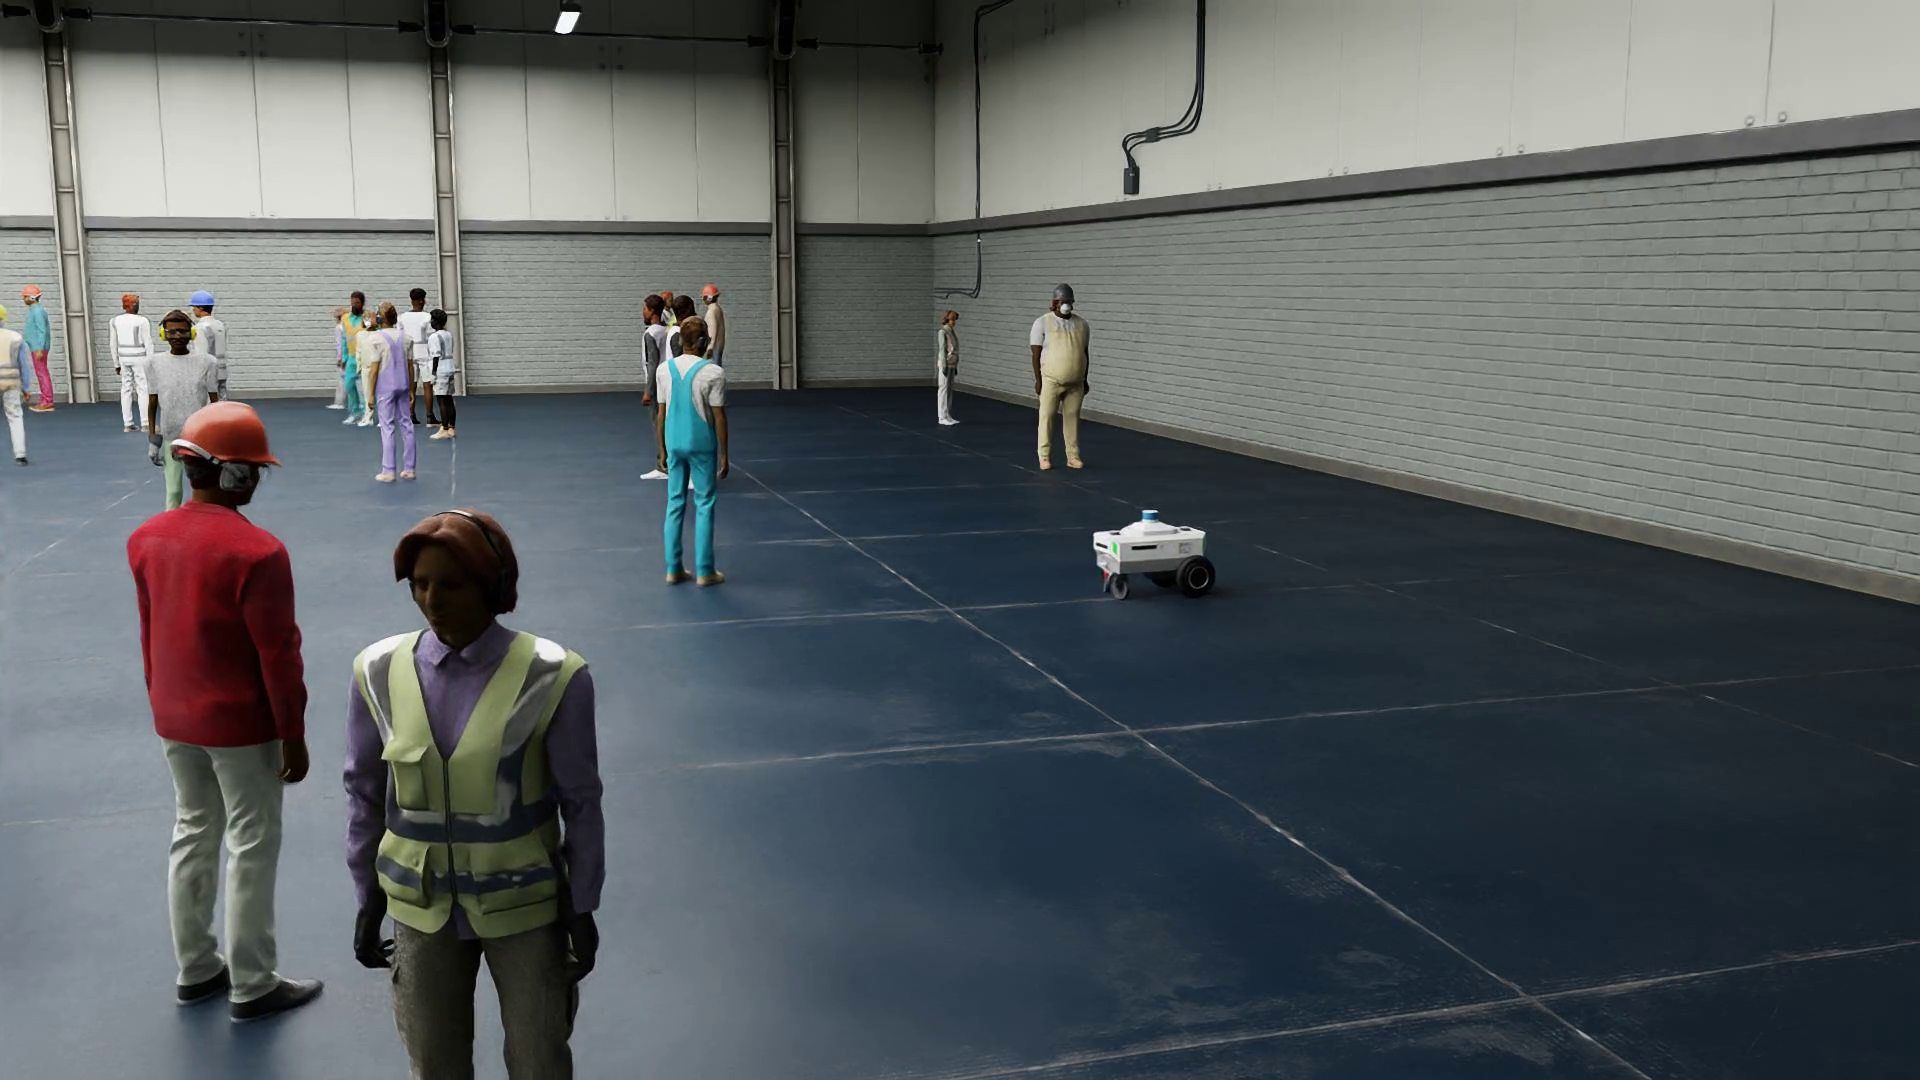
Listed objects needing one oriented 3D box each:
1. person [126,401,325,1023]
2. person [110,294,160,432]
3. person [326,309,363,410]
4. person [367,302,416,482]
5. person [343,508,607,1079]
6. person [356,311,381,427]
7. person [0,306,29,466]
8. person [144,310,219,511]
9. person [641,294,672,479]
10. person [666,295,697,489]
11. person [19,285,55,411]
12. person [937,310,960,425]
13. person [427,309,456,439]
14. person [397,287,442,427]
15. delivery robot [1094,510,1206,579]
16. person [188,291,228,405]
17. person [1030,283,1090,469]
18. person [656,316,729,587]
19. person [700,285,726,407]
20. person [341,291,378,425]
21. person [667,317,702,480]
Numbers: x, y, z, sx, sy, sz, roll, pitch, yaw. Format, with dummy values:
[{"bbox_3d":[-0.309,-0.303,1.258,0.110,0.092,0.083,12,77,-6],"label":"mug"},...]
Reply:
[{"bbox_3d":[-2.051,0.481,4.694,0.575,1.742,0.356,4,10,26],"label":"person"},{"bbox_3d":[-11.233,-2.402,22.626,0.584,1.882,0.339,1,9,8],"label":"person"},{"bbox_3d":[-9.811,-2.881,26.570,0.559,1.609,0.523,2,9,11],"label":"person"},{"bbox_3d":[-5.841,-1.514,17.090,0.345,1.847,0.504,8,12,41],"label":"person"},{"bbox_3d":[-0.963,0.747,3.323,0.523,1.636,0.310,1,9,6],"label":"person"},{"bbox_3d":[-8.295,-2.410,23.470,0.500,1.636,0.280,2,9,14],"label":"person"},{"bbox_3d":[-10.672,-1.719,18.451,0.614,1.828,0.403,-7,11,-38],"label":"person"},{"bbox_3d":[-5.598,-0.729,12.033,0.508,1.863,0.327,-4,10,-22],"label":"person"},{"bbox_3d":[-3.134,-1.594,17.361,0.391,1.920,0.587,2,9,11],"label":"person"},{"bbox_3d":[-2.771,-1.469,16.567,0.392,1.920,0.587,-1,9,-9],"label":"person"},{"bbox_3d":[-14.556,-3.023,26.235,0.387,1.992,0.626,-6,11,-33],"label":"person"},{"bbox_3d":[-0.170,-2.467,23.825,0.309,1.640,0.514,3,9,17],"label":"person"},{"bbox_3d":[-6.751,-2.155,21.650,0.318,1.696,0.537,1,9,5],"label":"person"},{"bbox_3d":[-7.610,-2.568,23.427,0.613,1.962,0.362,1,9,9],"label":"person"},{"bbox_3d":[1.243,0.048,10.925,0.707,0.478,0.477,-3,10,-20],"label":"delivery robot"},{"bbox_3d":[-8.612,-1.879,19.090,0.386,1.948,0.602,0,9,0],"label":"person"},{"bbox_3d":[1.138,-1.789,18.221,0.683,2.000,0.538,-3,9,-19],"label":"person"},{"bbox_3d":[-1.802,-0.592,11.250,0.517,1.836,0.348,3,9,16],"label":"person"},{"bbox_3d":[-3.989,-3.120,26.865,0.402,1.990,0.622,1,9,3],"label":"person"},{"bbox_3d":[-8.550,-2.588,23.734,0.642,1.908,0.456,3,9,18],"label":"person"},{"bbox_3d":[-2.818,-1.431,16.988,0.372,1.716,0.550,-9,12,-43],"label":"person"}]
